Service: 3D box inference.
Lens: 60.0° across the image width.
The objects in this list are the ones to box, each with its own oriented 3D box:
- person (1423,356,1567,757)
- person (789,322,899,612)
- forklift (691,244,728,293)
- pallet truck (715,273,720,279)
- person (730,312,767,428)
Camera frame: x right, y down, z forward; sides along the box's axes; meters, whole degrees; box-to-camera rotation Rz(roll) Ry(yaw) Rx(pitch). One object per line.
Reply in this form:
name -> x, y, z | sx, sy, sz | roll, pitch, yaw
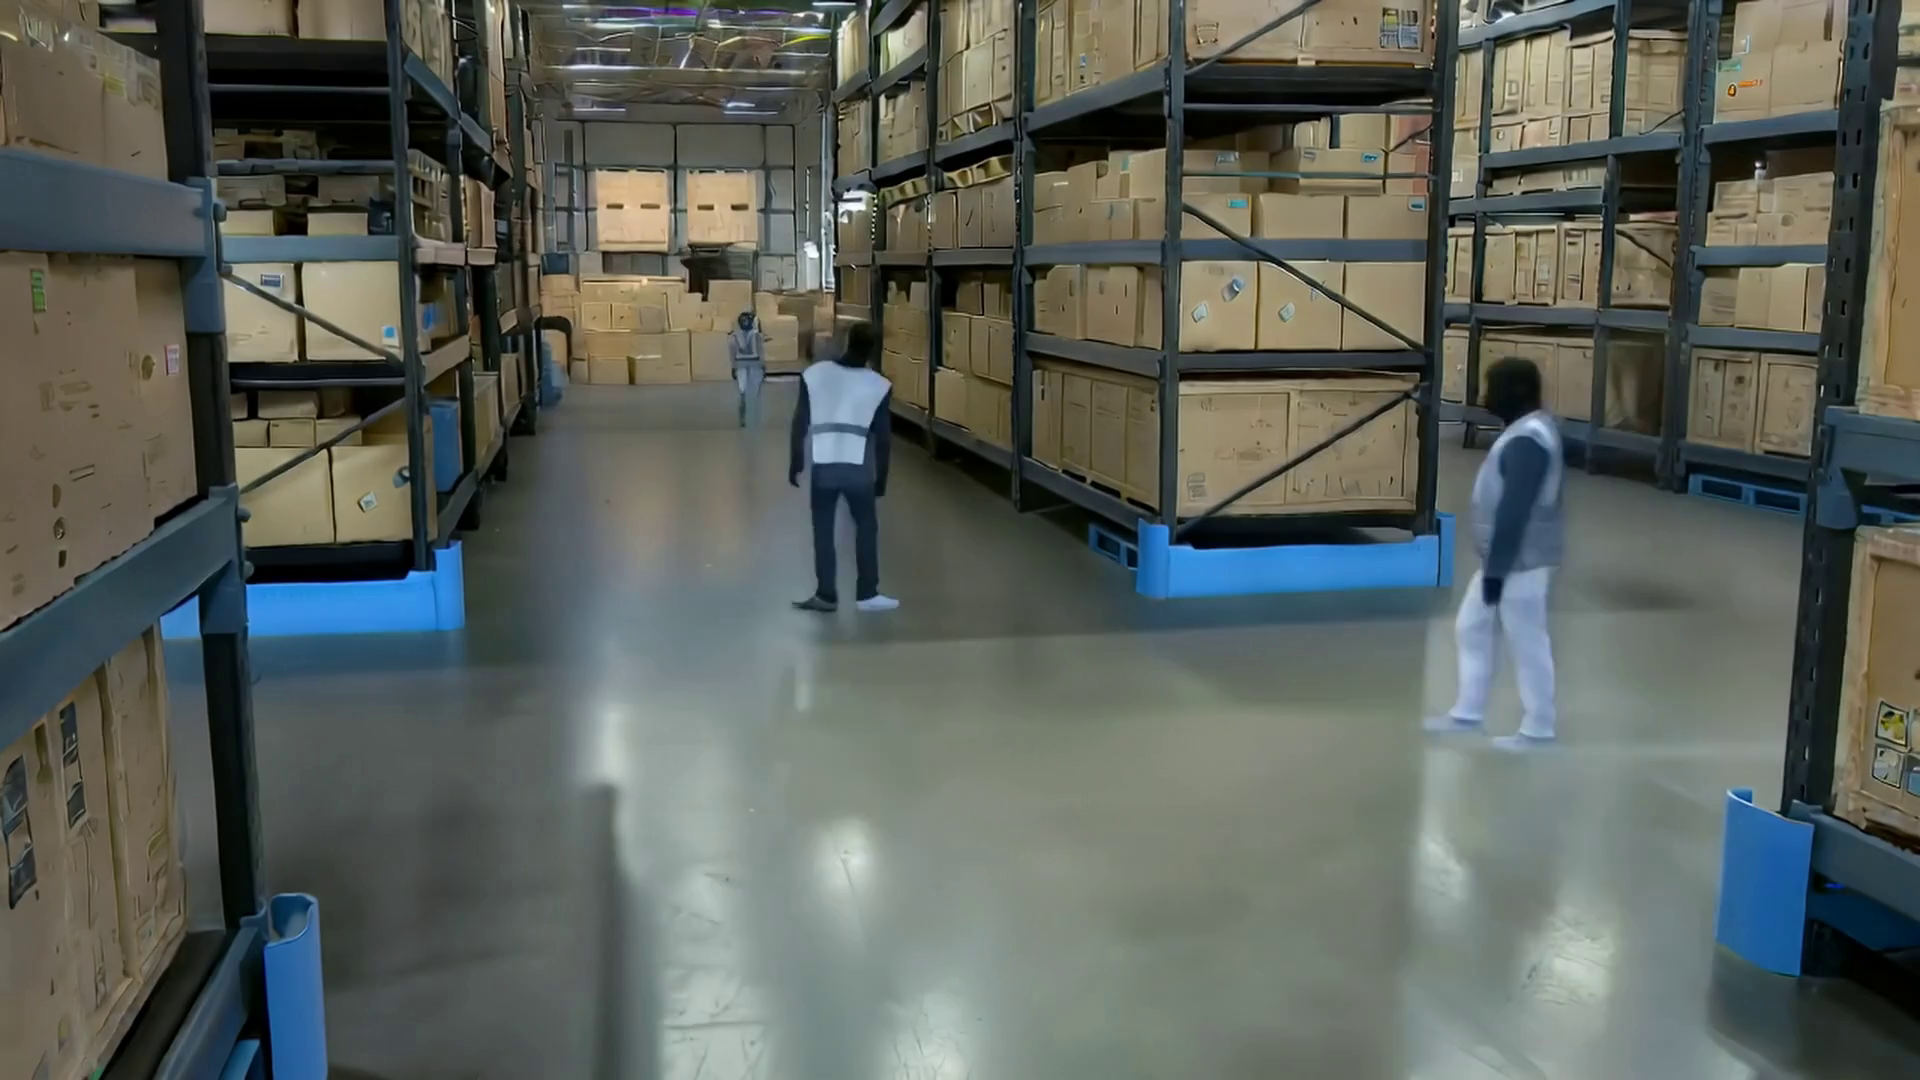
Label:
person -> 2.410, 0.082, 7.549 | 0.736, 1.815, 0.661 | 3, 10, 17
person -> -0.762, -0.451, 10.665 | 0.687, 1.875, 0.375 | -1, 9, -9
forklift -> -6.687, -6.532, 44.641 | 1.129, 2.768, 1.873 | 1, 9, 8
pallet truck -> -8.580, -8.986, 62.280 | 1.885, 1.965, 0.823 | 1, 9, 5
person -> -2.955, -2.389, 23.267 | 0.515, 1.605, 0.827 | -1, 9, -3
